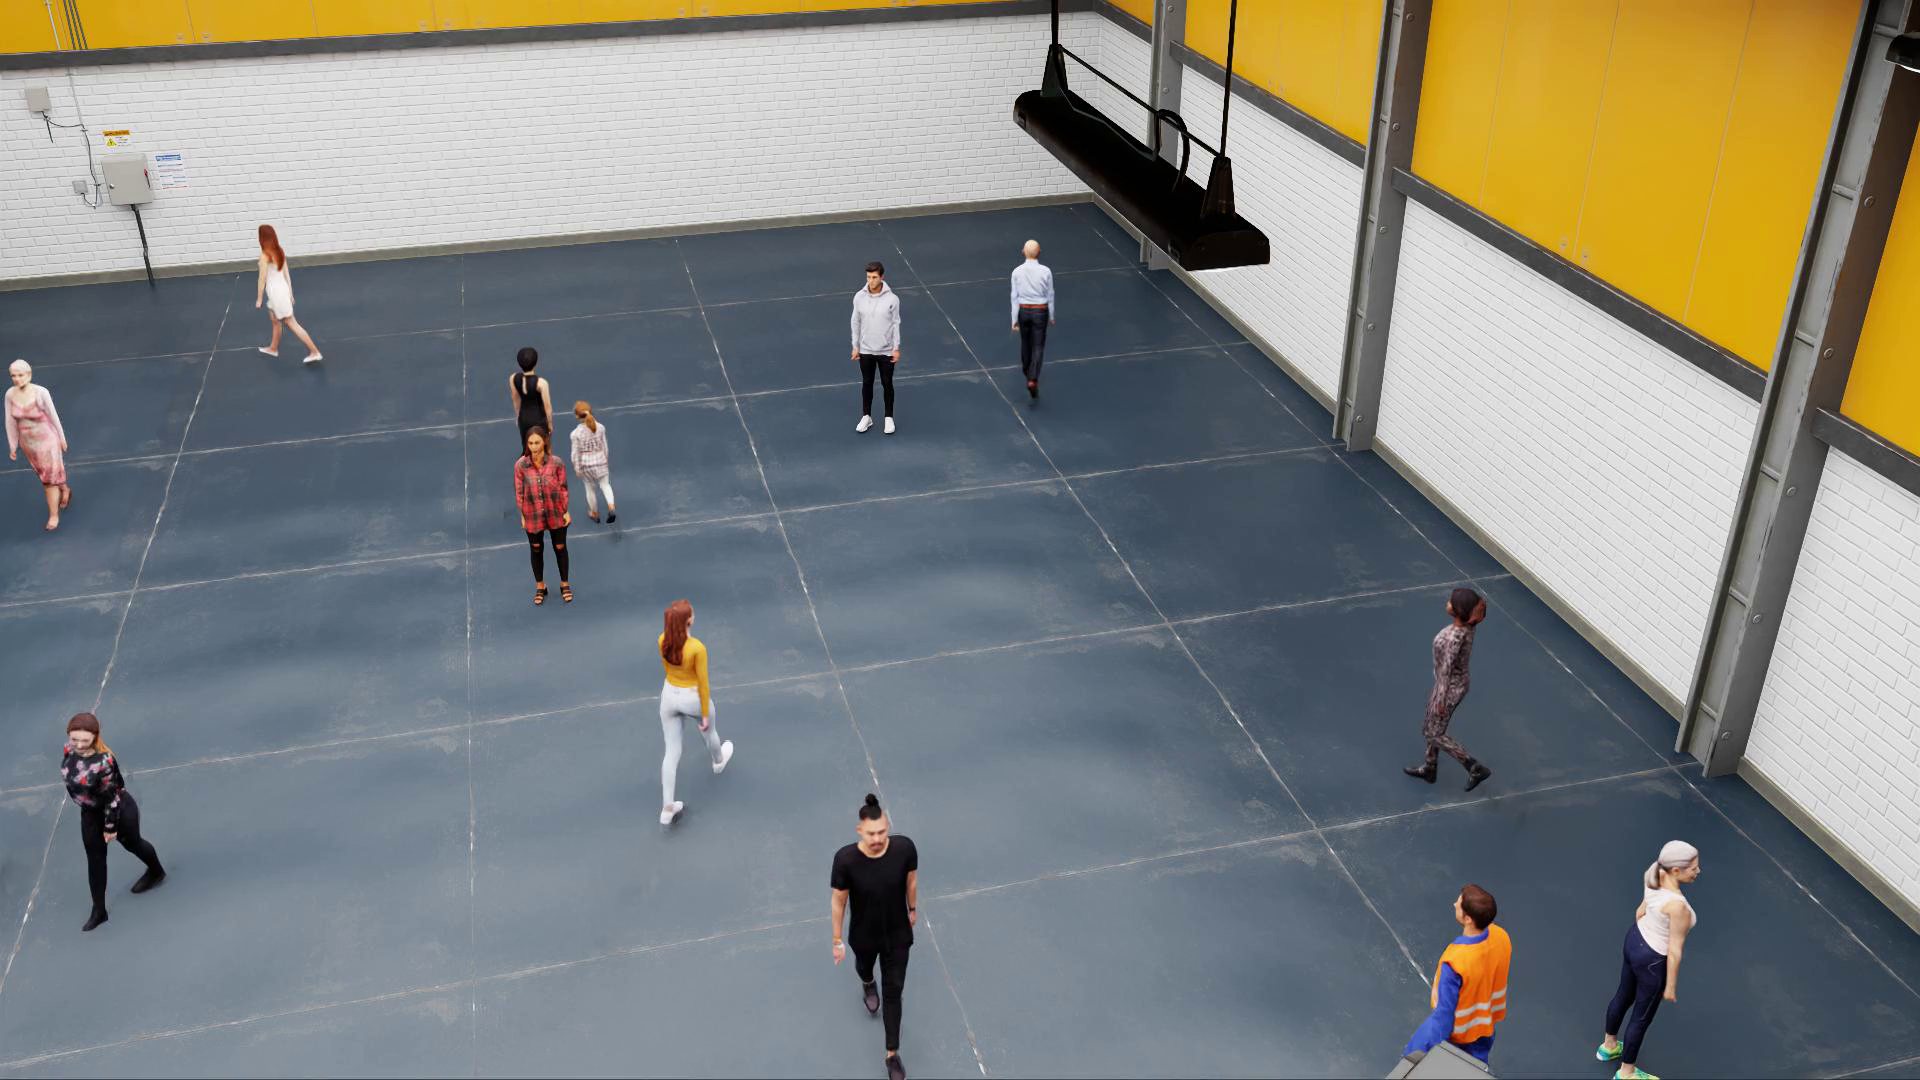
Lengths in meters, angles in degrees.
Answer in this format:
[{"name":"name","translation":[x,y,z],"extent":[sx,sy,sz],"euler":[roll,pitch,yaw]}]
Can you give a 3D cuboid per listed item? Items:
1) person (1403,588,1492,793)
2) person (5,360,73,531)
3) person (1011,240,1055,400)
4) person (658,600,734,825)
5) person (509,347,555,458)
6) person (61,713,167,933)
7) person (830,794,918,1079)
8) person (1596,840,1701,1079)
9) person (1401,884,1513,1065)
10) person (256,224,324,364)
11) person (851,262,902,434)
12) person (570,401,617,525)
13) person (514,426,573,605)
[{"name":"person","translation":[3.673,1.136,12.245],"extent":[0.966,1.700,0.887],"euler":[18,33,29]},{"name":"person","translation":[-8.931,-0.974,16.167],"extent":[0.715,1.648,1.108],"euler":[-2,29,-4]},{"name":"person","translation":[0.824,-2.478,18.806],"extent":[0.998,1.761,1.276],"euler":[5,29,10]},{"name":"person","translation":[-2.030,1.261,12.023],"extent":[1.055,1.694,1.259],"euler":[9,30,17]},{"name":"person","translation":[-4.273,-1.131,16.515],"extent":[0.789,1.591,0.886],"euler":[7,29,13]},{"name":"person","translation":[-5.680,1.772,11.151],"extent":[0.947,1.631,1.079],"euler":[14,31,23]},{"name":"person","translation":[-0.521,2.271,10.041],"extent":[0.739,1.818,1.190],"euler":[-6,29,-10]},{"name":"person","translation":[4.047,2.473,9.790],"extent":[0.702,1.704,0.537],"euler":[-2,29,-3]},{"name":"person","translation":[2.839,2.731,9.182],"extent":[0.906,1.834,1.105],"euler":[-17,33,-28]},{"name":"person","translation":[-7.944,-2.850,19.583],"extent":[1.010,1.670,1.158],"euler":[7,29,13]},{"name":"person","translation":[-0.892,-2.088,17.916],"extent":[0.762,1.929,0.721],"euler":[3,29,6]},{"name":"person","translation":[-3.527,-0.720,16.065],"extent":[0.637,1.301,0.807],"euler":[-14,31,-23]},{"name":"person","translation":[-3.678,-0.231,14.748],"extent":[0.628,1.703,0.581],"euler":[-4,29,-8]}]
